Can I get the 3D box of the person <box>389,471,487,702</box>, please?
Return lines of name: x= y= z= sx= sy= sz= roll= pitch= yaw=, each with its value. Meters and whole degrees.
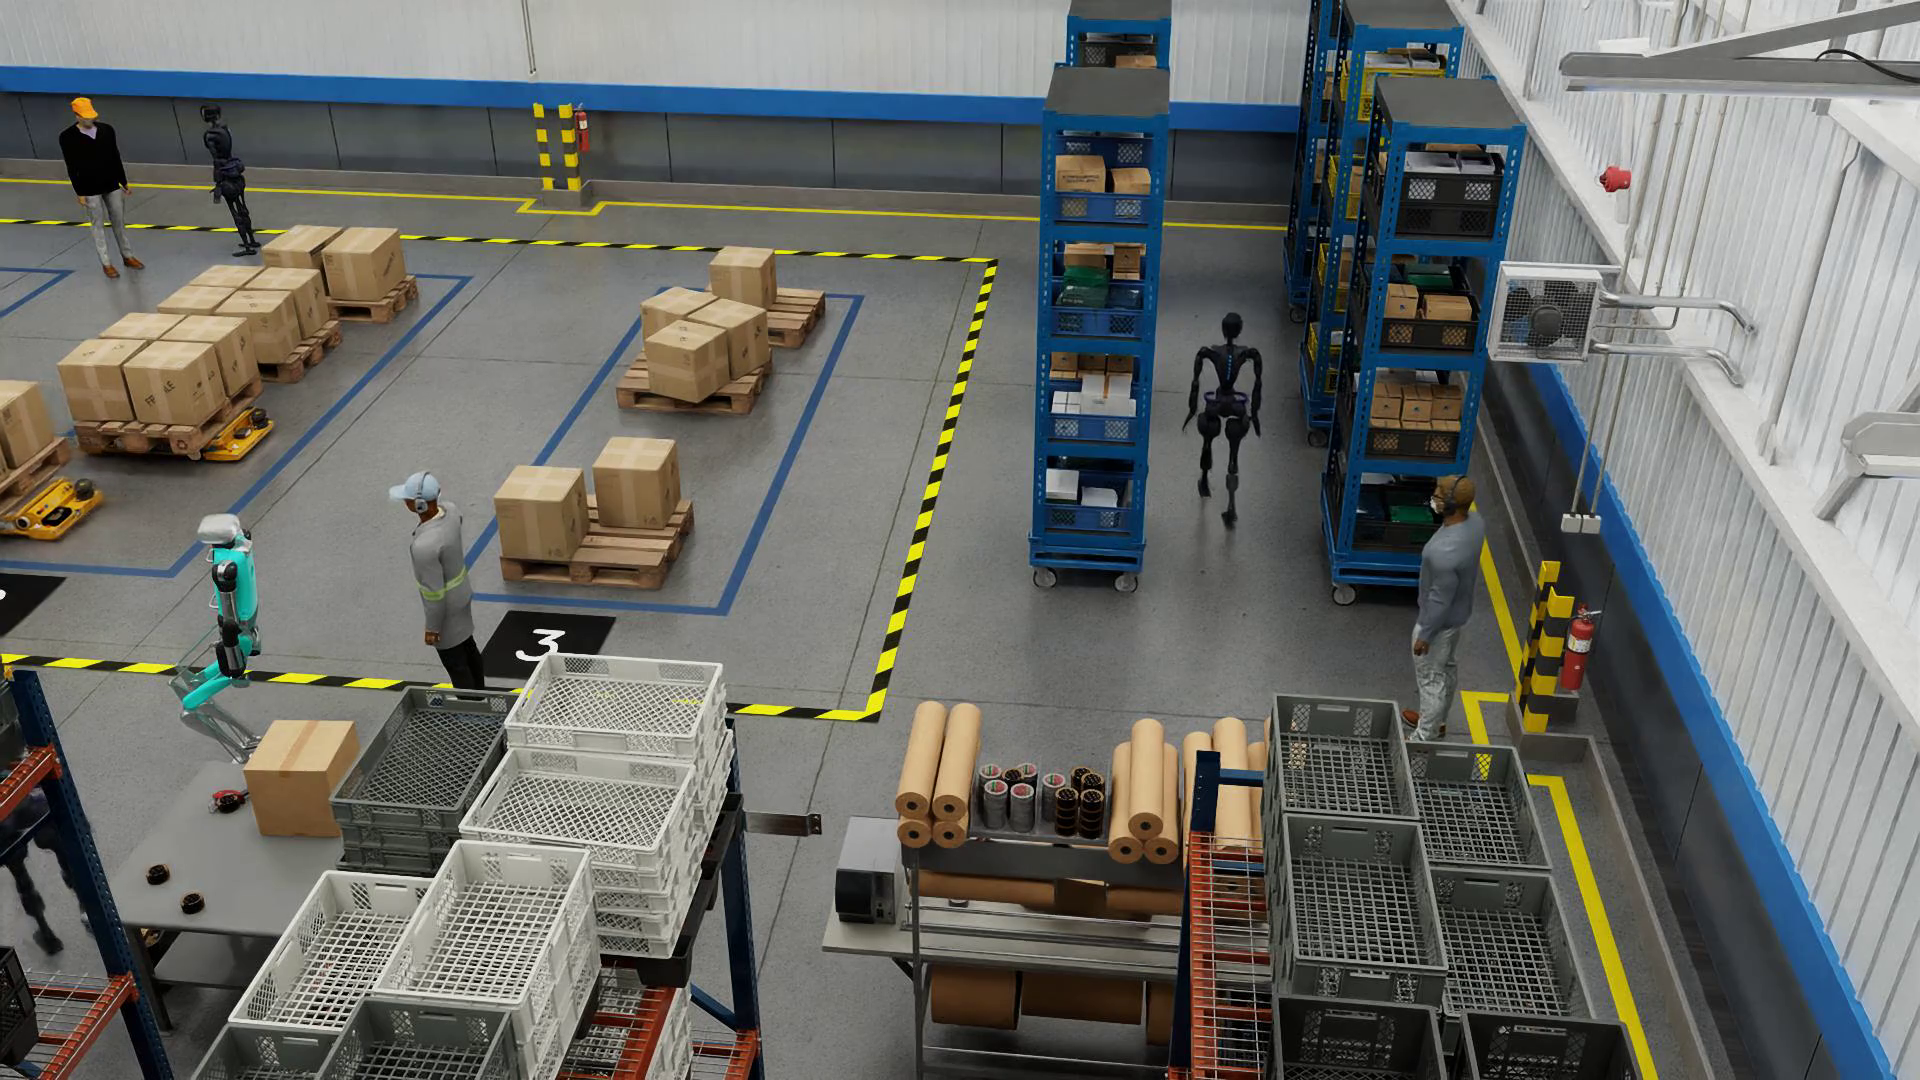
person: x=-3.245 y=0.393 z=10.424 sx=0.370 sy=1.852 sz=0.588 roll=0 pitch=30 yaw=0

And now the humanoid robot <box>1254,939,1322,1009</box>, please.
humanoid robot: x=1.412 y=2.365 z=7.229 sx=0.490 sy=1.630 sz=0.595 roll=10 pitch=32 yaw=16

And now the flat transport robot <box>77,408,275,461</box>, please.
flat transport robot: x=-6.728 y=-0.944 z=14.268 sx=1.431 sy=0.197 sz=0.652 roll=3 pitch=30 yaw=6

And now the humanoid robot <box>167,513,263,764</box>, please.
humanoid robot: x=-4.512 y=0.628 z=10.005 sx=0.735 sy=1.674 sz=0.533 roll=-5 pitch=31 yaw=-9

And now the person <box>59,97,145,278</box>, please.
person: x=-9.003 y=-3.707 z=17.441 sx=0.379 sy=1.879 sz=0.584 roll=20 pitch=36 yaw=31

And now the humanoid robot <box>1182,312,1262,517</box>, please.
humanoid robot: x=2.060 y=-0.980 z=12.999 sx=0.612 sy=1.642 sz=0.738 roll=1 pitch=30 yaw=1

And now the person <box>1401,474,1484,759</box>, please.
person: x=2.946 y=0.469 z=10.209 sx=0.352 sy=1.937 sz=0.634 roll=17 pitch=34 yaw=27

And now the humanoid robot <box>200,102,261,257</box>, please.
humanoid robot: x=-7.909 y=-3.903 z=17.962 sx=0.315 sy=1.657 sz=0.599 roll=-2 pitch=30 yaw=-4

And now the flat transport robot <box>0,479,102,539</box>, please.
flat transport robot: x=-7.651 y=-0.288 z=13.140 sx=1.431 sy=0.197 sz=0.652 roll=3 pitch=30 yaw=6

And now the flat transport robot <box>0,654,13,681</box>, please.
flat transport robot: x=-7.142 y=0.969 z=11.010 sx=1.431 sy=0.231 sz=0.659 roll=3 pitch=30 yaw=6

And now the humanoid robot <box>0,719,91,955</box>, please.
humanoid robot: x=-4.958 y=1.475 z=8.746 sx=0.610 sy=1.646 sz=0.335 roll=-24 pitch=38 yaw=-35
